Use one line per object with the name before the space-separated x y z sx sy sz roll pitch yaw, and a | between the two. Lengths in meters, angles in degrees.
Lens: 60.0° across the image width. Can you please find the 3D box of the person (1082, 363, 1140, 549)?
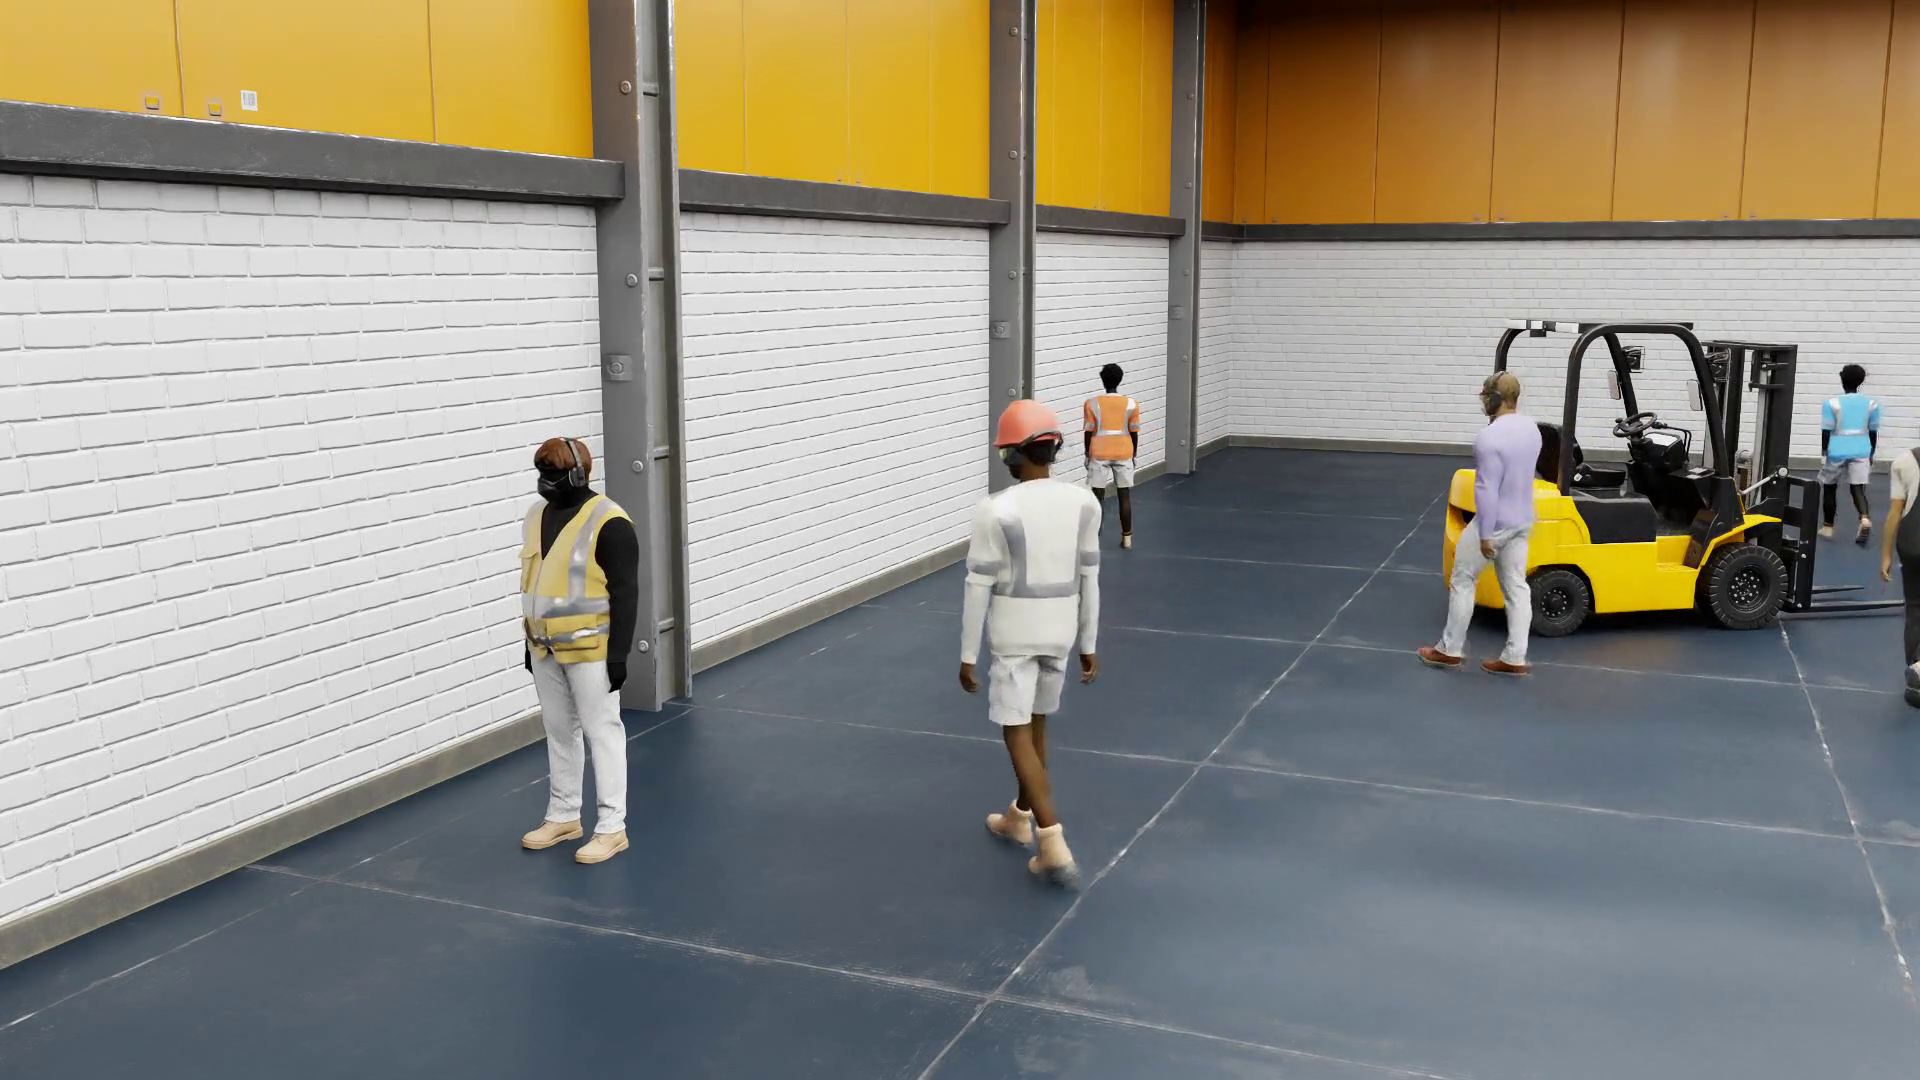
person | 1.368 -0.752 15.067 0.530 1.691 0.321 -1 9 -5

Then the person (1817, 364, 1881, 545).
person | 8.242 -0.793 15.384 0.538 1.669 0.773 1 9 7

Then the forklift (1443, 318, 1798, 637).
forklift | 4.706 -0.497 11.990 2.313 2.155 1.214 -2 10 -10

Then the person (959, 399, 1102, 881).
person | 0.298 0.412 7.041 0.624 2.015 0.858 -5 11 -29

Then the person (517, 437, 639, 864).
person | -1.677 0.470 7.199 0.633 1.841 0.429 6 11 34

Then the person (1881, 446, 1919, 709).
person | 5.578 0.096 9.547 0.545 1.821 0.701 8 12 41

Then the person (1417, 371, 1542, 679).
person | 3.279 -0.103 10.463 0.644 1.915 0.782 -7 12 -36
